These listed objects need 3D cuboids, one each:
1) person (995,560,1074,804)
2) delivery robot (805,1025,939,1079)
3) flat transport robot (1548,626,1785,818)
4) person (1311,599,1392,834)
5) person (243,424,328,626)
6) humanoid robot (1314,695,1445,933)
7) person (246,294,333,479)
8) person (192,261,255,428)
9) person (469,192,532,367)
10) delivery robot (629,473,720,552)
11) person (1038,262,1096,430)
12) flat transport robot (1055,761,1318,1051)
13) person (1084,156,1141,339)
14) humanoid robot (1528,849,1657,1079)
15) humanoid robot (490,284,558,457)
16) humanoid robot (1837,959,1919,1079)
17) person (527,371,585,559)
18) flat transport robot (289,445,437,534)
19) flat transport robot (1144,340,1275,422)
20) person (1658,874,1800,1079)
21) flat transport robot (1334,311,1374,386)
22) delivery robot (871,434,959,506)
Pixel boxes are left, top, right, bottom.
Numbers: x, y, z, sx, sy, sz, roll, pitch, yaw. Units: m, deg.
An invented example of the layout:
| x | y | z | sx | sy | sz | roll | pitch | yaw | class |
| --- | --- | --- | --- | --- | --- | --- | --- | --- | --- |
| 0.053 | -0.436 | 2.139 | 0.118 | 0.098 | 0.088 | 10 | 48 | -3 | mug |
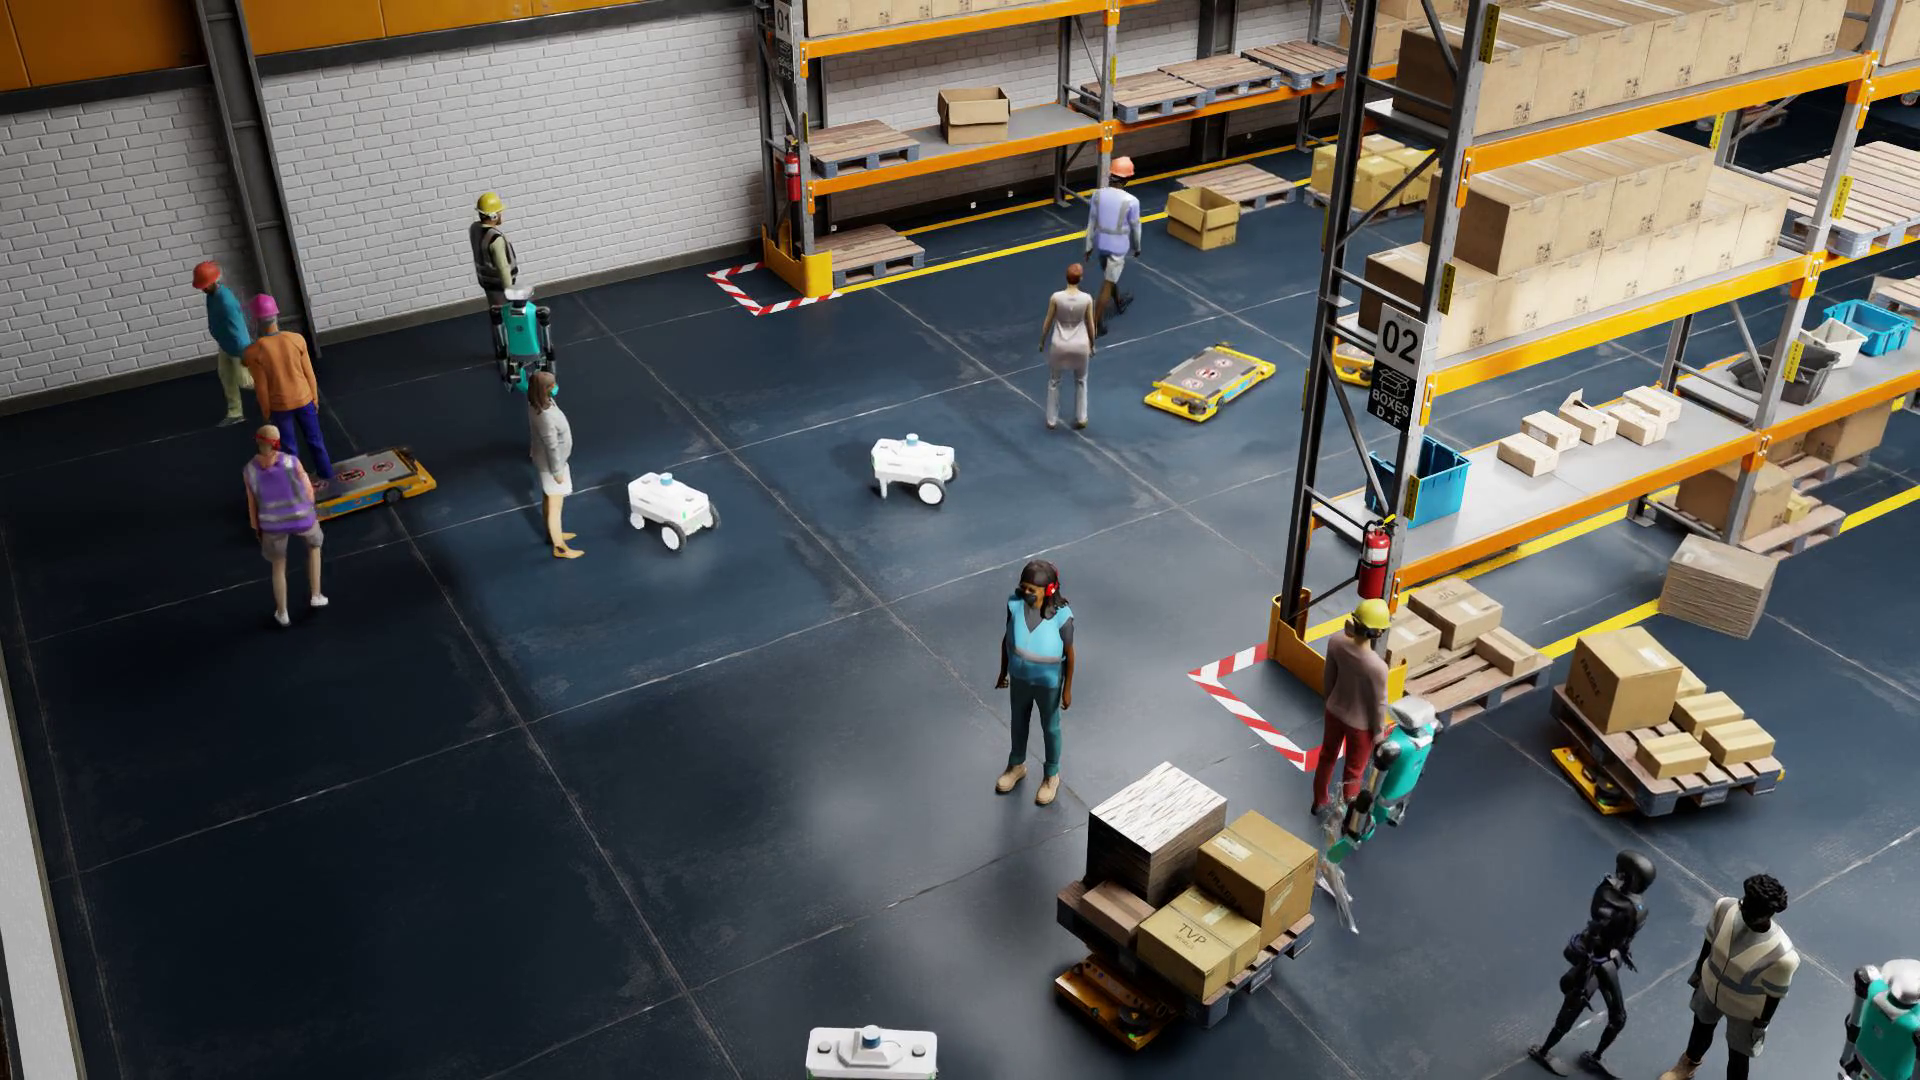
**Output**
| x | y | z | sx | sy | sz | roll | pitch | yaw | class |
| --- | --- | --- | --- | --- | --- | --- | --- | --- | --- |
| 0.512 | 0.927 | 11.102 | 0.541 | 1.864 | 0.372 | 15 | 35 | 23 | person |
| -0.507 | 2.916 | 9.165 | 0.770 | 0.595 | 0.499 | 1 | 32 | 2 | delivery robot |
| 4.950 | 1.534 | 11.637 | 1.431 | 0.231 | 0.659 | -8 | 33 | -13 | flat transport robot |
| 2.577 | 1.139 | 10.866 | 0.325 | 1.759 | 0.524 | -19 | 37 | -28 | person |
| -5.249 | -0.113 | 12.936 | 0.500 | 1.672 | 0.417 | -6 | 33 | -10 | person |
| 2.428 | 1.609 | 10.182 | 0.539 | 1.814 | 0.797 | -22 | 38 | -31 | humanoid robot |
| -5.801 | -1.191 | 14.377 | 0.504 | 1.979 | 0.386 | -20 | 37 | -29 | person |
| -6.831 | -1.886 | 15.727 | 0.686 | 1.713 | 0.591 | -22 | 38 | -31 | person |
| -4.661 | -2.619 | 16.802 | 0.403 | 1.824 | 0.593 | -23 | 39 | -32 | person |
| -2.484 | -0.284 | 14.277 | 0.808 | 0.604 | 0.499 | 21 | 38 | 30 | delivery robot |
| 1.001 | -1.811 | 15.665 | 0.556 | 1.649 | 0.297 | 2 | 32 | 3 | person |
| 1.307 | 2.488 | 10.116 | 1.431 | 0.231 | 0.659 | -26 | 41 | -35 | flat transport robot |
| 1.660 | -3.123 | 17.547 | 0.544 | 1.880 | 1.013 | 23 | 39 | 32 | person |
| 3.498 | 2.324 | 9.052 | 0.614 | 1.643 | 0.483 | -26 | 40 | -35 | humanoid robot |
| -3.895 | -1.536 | 15.229 | 0.545 | 1.883 | 0.676 | 0 | 32 | -1 | humanoid robot |
| 4.725 | 2.745 | 8.317 | 0.737 | 1.757 | 0.530 | -8 | 33 | -12 | humanoid robot |
| -3.369 | -0.640 | 13.793 | 0.343 | 1.658 | 0.484 | -11 | 34 | -17 | person |
| -5.474 | -0.454 | 14.807 | 1.431 | 0.231 | 0.659 | -21 | 38 | -29 | flat transport robot |
| 2.512 | -1.597 | 16.631 | 0.659 | 0.231 | 1.431 | 23 | 39 | 32 | flat transport robot |
| 4.125 | 2.430 | 8.872 | 0.322 | 1.690 | 0.531 | -14 | 35 | -21 | person |
| 4.231 | -1.993 | 17.262 | 0.659 | 0.231 | 1.431 | 17 | 36 | 25 | flat transport robot |
| -0.407 | -0.660 | 14.858 | 0.752 | 0.585 | 0.523 | 8 | 33 | 13 | delivery robot |
